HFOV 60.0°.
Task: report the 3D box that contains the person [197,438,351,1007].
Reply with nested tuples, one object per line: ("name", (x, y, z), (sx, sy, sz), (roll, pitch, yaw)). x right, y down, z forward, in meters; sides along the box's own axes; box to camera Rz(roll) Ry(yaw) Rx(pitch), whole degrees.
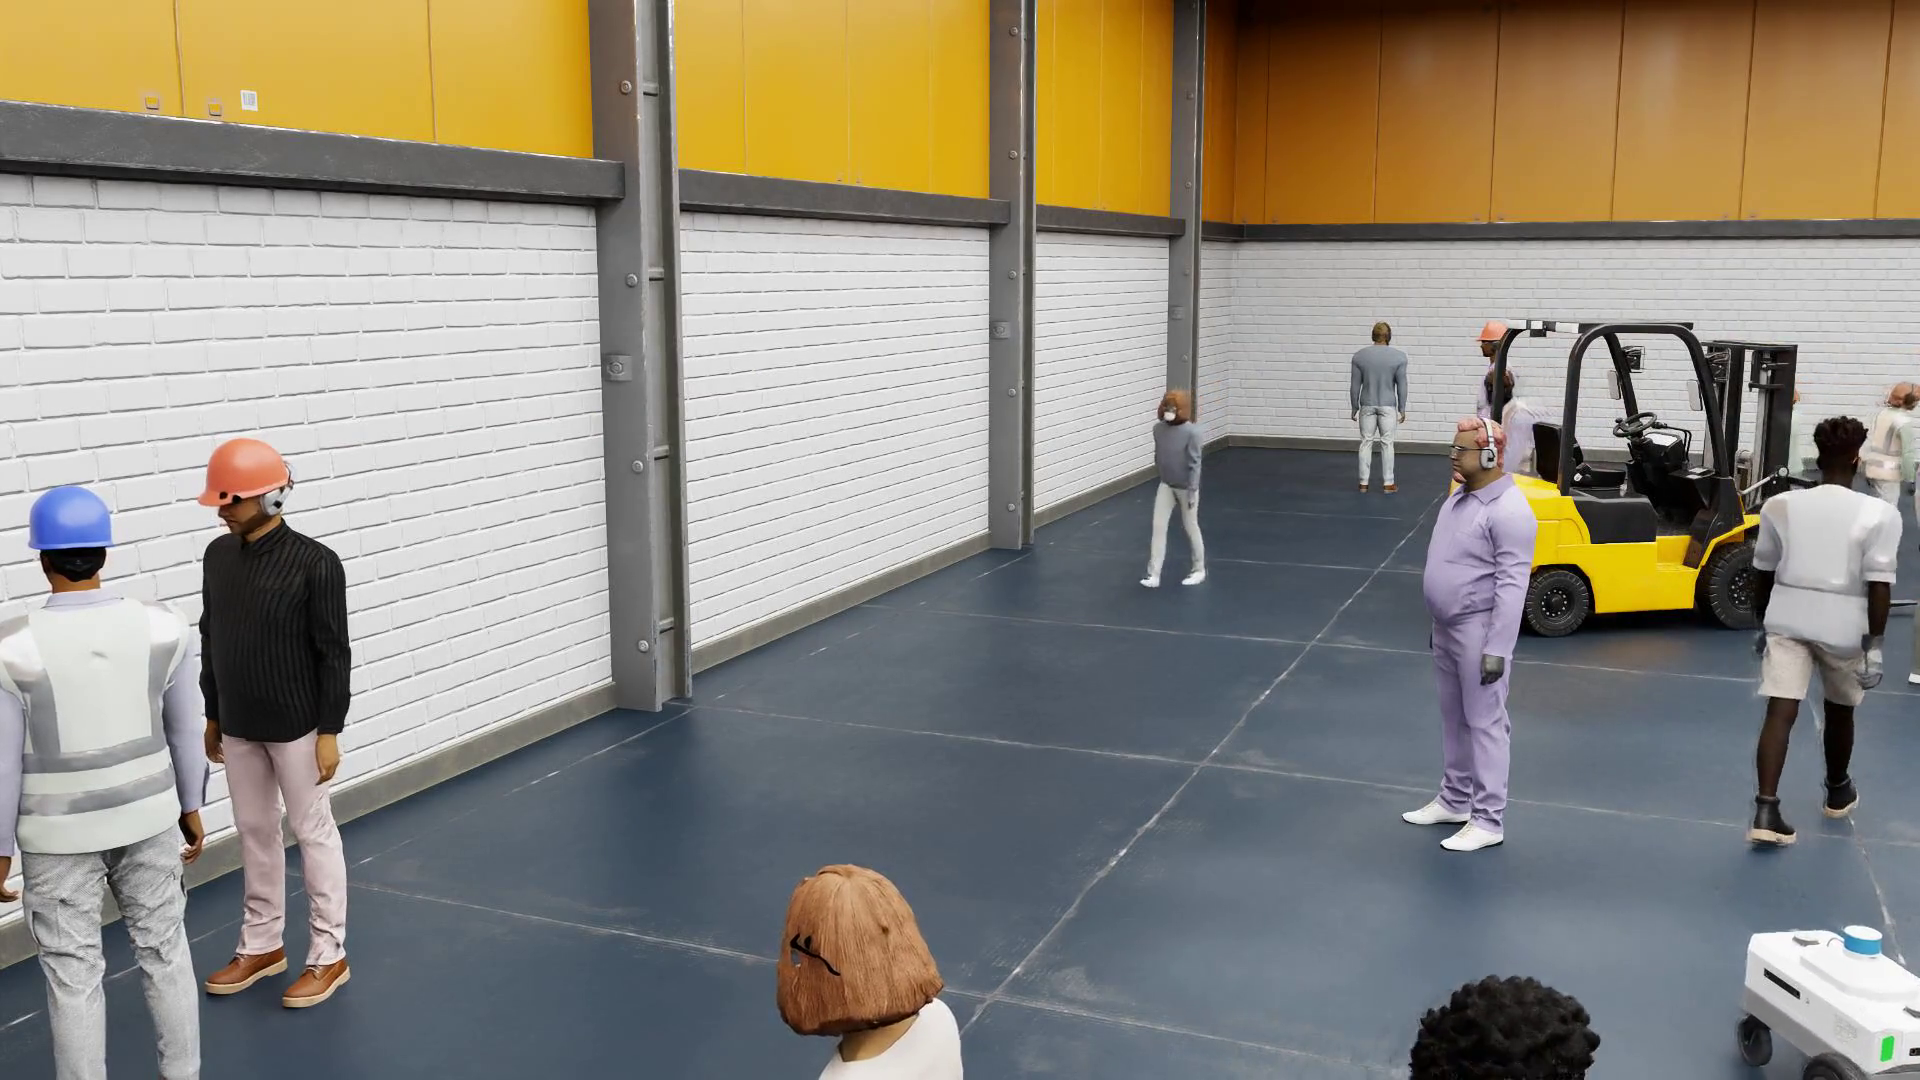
("person", (-2.400, 0.632, 5.781), (0.610, 1.985, 0.392), (4, 10, 21))

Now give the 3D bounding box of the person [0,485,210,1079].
("person", (-2.492, 0.811, 4.804), (0.395, 1.945, 0.618), (9, 13, 43))

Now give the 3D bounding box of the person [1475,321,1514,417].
("person", (5.014, -1.034, 15.697), (0.372, 2.044, 0.607), (3, 10, 18))

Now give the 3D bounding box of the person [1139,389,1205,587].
("person", (1.706, -0.398, 13.185), (0.521, 1.594, 0.804), (9, 13, 43))

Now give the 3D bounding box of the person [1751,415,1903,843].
("person", (3.853, 0.394, 7.481), (0.614, 1.905, 1.058), (8, 13, 41))

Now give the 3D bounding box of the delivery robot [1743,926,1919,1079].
("delivery robot", (2.724, 1.418, 5.056), (0.477, 0.478, 0.707), (-1, 10, -8))

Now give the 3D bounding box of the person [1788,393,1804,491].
("person", (7.008, -0.572, 14.239), (0.612, 1.595, 0.512), (3, 10, 19))

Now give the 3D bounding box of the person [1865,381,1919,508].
("person", (7.700, -0.511, 13.784), (0.359, 1.621, 0.540), (1, 9, 6))

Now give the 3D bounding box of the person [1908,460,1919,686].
("person", (5.992, -0.033, 9.972), (0.353, 1.930, 0.594), (-2, 10, -12))

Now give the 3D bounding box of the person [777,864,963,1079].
("person", (-0.144, 1.316, 2.698), (0.282, 1.631, 0.503), (4, 10, 22))

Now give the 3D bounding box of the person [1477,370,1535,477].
("person", (4.218, -0.446, 12.959), (0.957, 1.788, 0.608), (-3, 10, -20))

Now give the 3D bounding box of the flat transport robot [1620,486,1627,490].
("flat transport robot", (7.240, -0.424, 17.364), (1.431, 0.197, 0.652), (5, 11, 28))

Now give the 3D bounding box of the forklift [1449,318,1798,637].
("forklift", (4.706, -0.497, 11.990), (2.313, 2.155, 1.214), (-2, 10, -10))

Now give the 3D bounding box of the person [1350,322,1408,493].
("person", (4.726, -1.491, 18.793), (0.635, 1.936, 0.350), (4, 10, 23))

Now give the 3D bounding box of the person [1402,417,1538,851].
("person", (2.251, 0.409, 7.370), (0.409, 1.909, 0.643), (-2, 10, -10))

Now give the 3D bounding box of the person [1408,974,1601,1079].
("person", (0.600, 1.381, 2.206), (0.746, 1.668, 0.538), (-3, 10, -15))
